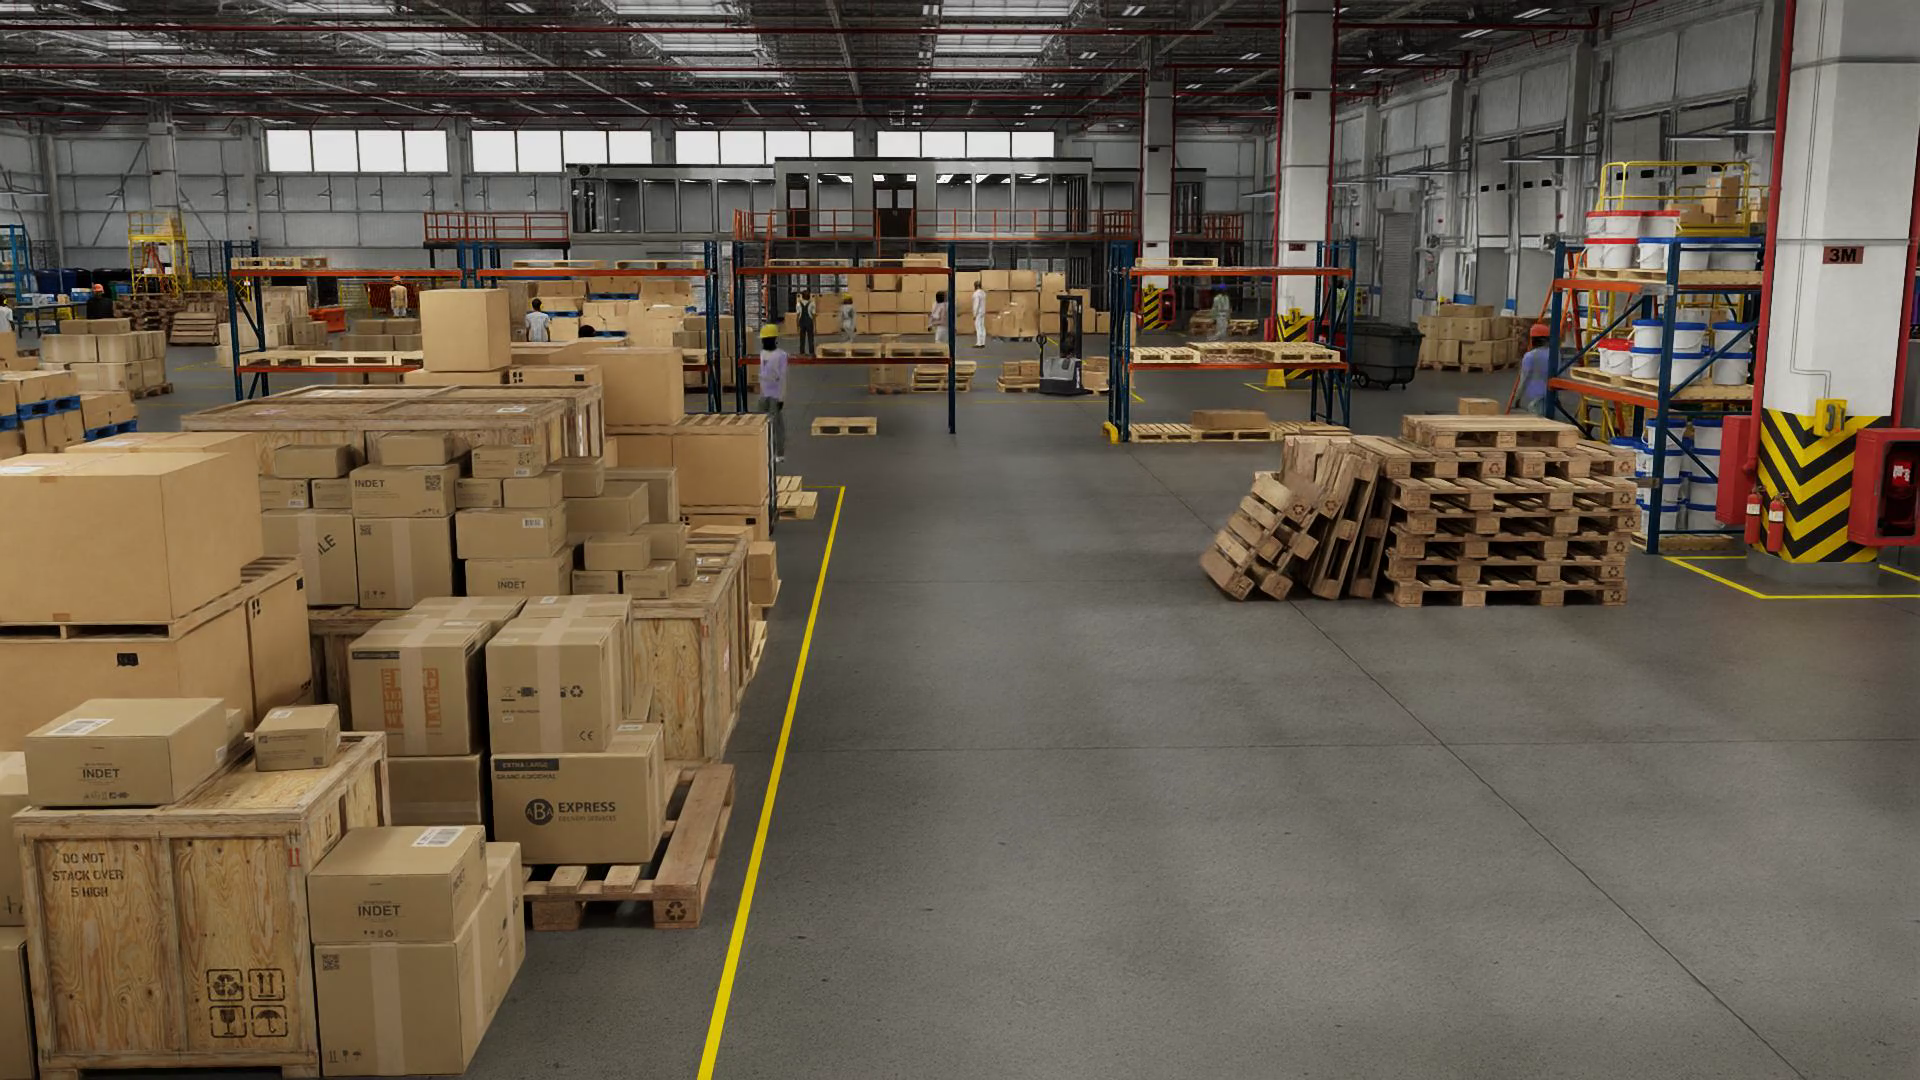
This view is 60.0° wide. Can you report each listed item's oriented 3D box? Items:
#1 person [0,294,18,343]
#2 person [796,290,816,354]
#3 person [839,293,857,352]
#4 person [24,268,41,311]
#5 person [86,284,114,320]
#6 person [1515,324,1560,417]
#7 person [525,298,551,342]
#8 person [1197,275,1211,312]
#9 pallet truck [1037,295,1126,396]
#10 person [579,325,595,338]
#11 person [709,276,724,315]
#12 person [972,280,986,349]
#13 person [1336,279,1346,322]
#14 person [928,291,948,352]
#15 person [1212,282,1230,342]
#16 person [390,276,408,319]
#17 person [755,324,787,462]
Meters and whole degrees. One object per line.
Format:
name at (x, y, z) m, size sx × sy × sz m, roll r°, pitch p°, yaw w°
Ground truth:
person at (-21.444, -4.588, 37.357) m, size 0.535 × 1.869 × 0.314 m, roll 1°, pitch 10°, yaw 3°
person at (-3.823, -5.293, 41.361) m, size 0.505 × 1.842 × 0.346 m, roll 1°, pitch 10°, yaw 7°
person at (-2.900, -5.481, 42.714) m, size 0.500 × 1.726 × 0.561 m, roll 10°, pitch 14°, yaw 43°
person at (-40.418, -10.868, 72.309) m, size 0.654 × 1.888 × 0.797 m, roll 5°, pitch 11°, yaw 26°
person at (-21.352, -5.365, 41.335) m, size 0.612 × 1.995 × 0.379 m, roll -6°, pitch 12°, yaw -30°
person at (7.885, -2.020, 22.949) m, size 0.577 × 1.898 × 0.942 m, roll -4°, pitch 11°, yaw -23°
person at (-8.762, -4.090, 34.583) m, size 0.513 × 1.872 × 0.328 m, roll -2°, pitch 10°, yaw -10°
person at (10.486, -10.764, 71.444) m, size 0.612 × 1.986 × 0.408 m, roll 4°, pitch 11°, yaw 19°
pallet truck at (2.483, -3.881, 33.060) m, size 1.885 × 1.965 × 0.823 m, roll -7°, pitch 13°, yaw -36°
person at (-5.040, -1.942, 22.482) m, size 0.593 × 1.919 × 0.388 m, roll 9°, pitch 14°, yaw 41°
person at (-9.284, -9.256, 63.433) m, size 0.585 × 1.852 × 0.926 m, roll 0°, pitch 10°, yaw 1°
person at (0.537, -6.420, 47.371) m, size 0.350 × 1.936 × 0.635 m, roll 4°, pitch 11°, yaw 23°
person at (12.026, -7.342, 52.777) m, size 0.634 × 1.842 × 0.429 m, roll -7°, pitch 13°, yaw -36°
person at (-0.446, -5.433, 42.266) m, size 0.947 × 1.810 × 0.617 m, roll -8°, pitch 13°, yaw -36°
person at (7.106, -6.020, 45.150) m, size 0.450 × 1.931 × 0.610 m, roll 9°, pitch 13°, yaw 40°
person at (-18.090, -7.539, 53.623) m, size 0.558 × 1.936 × 0.427 m, roll -9°, pitch 14°, yaw -41°
person at (-2.623, -1.997, 22.785) m, size 0.500 × 1.912 × 0.611 m, roll -9°, pitch 13°, yaw -41°
